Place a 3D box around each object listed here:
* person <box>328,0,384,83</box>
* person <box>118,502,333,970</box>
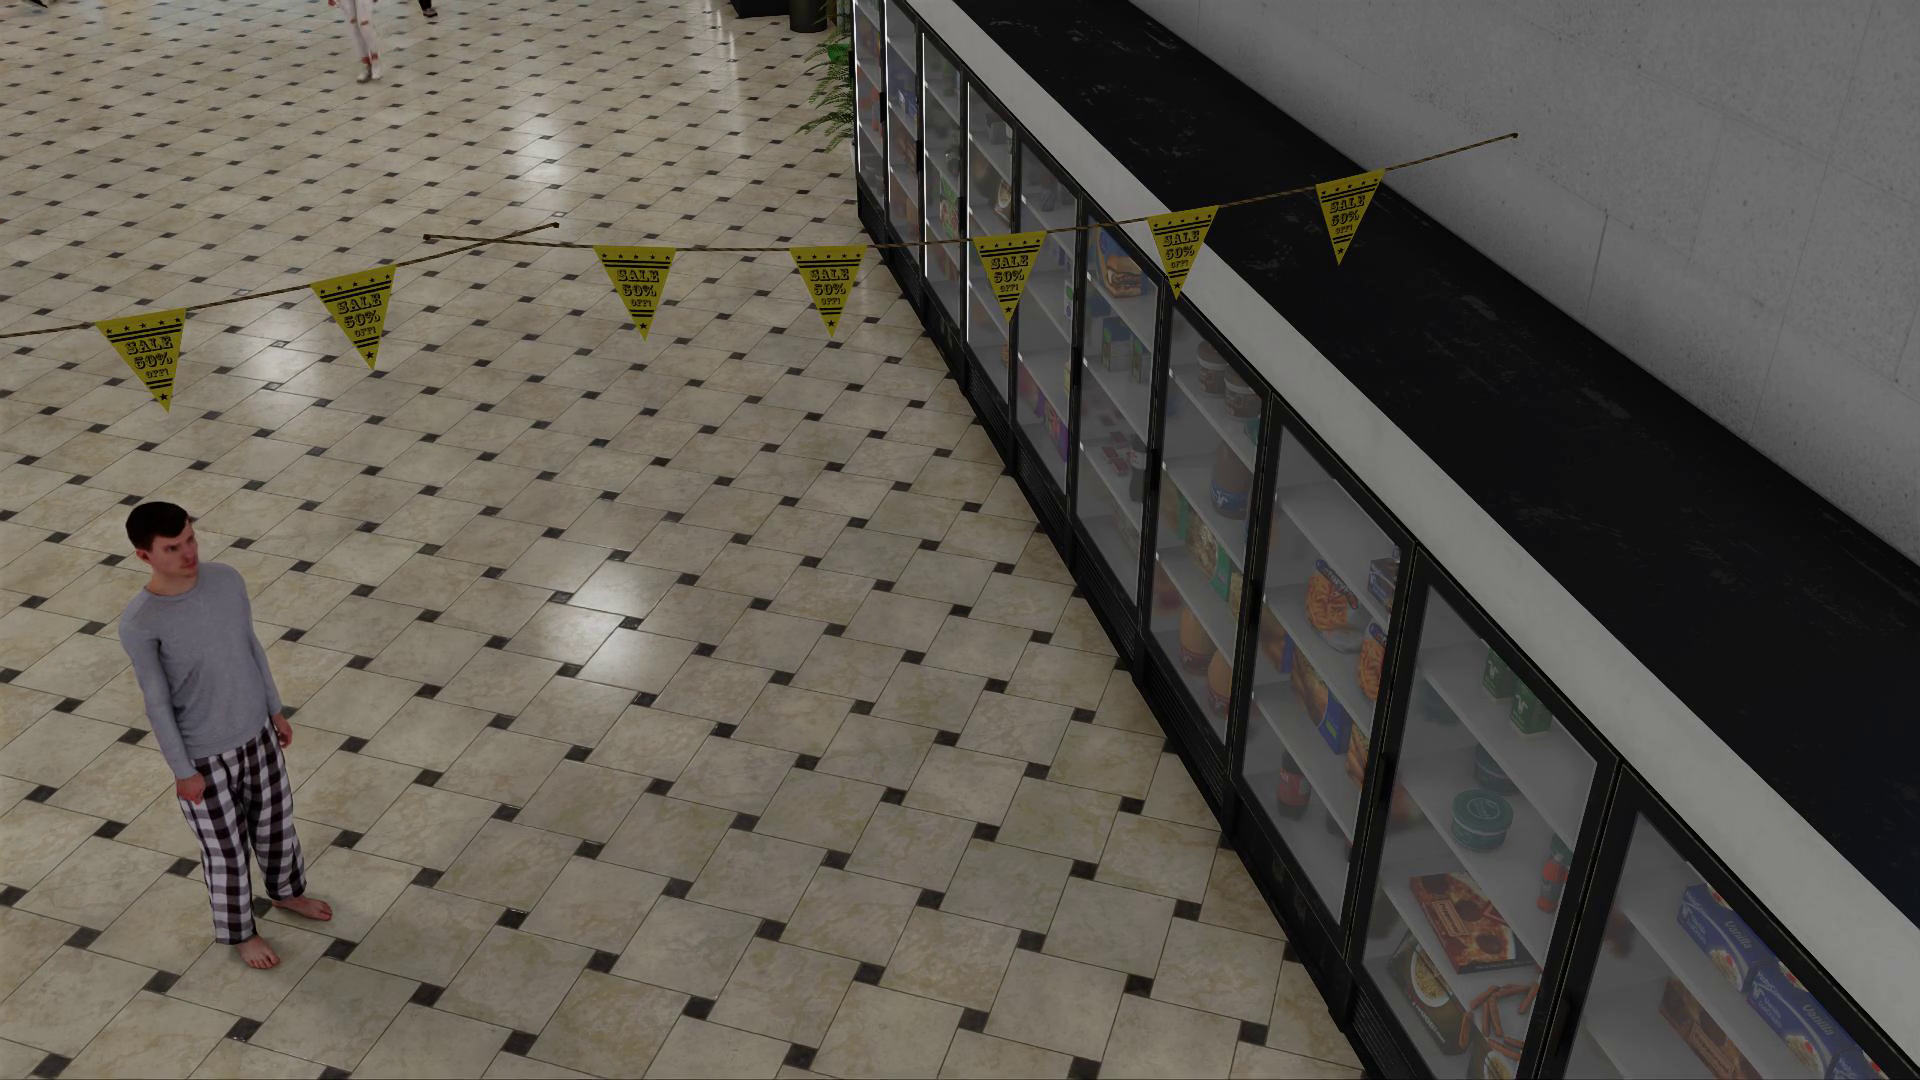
[{"bbox_3d":[-5.499,-5.052,15.169,0.625,1.689,0.770,2,32,4],"label":"person"},{"bbox_3d":[-2.589,0.677,5.813,0.749,1.847,0.693,16,35,24],"label":"person"}]
